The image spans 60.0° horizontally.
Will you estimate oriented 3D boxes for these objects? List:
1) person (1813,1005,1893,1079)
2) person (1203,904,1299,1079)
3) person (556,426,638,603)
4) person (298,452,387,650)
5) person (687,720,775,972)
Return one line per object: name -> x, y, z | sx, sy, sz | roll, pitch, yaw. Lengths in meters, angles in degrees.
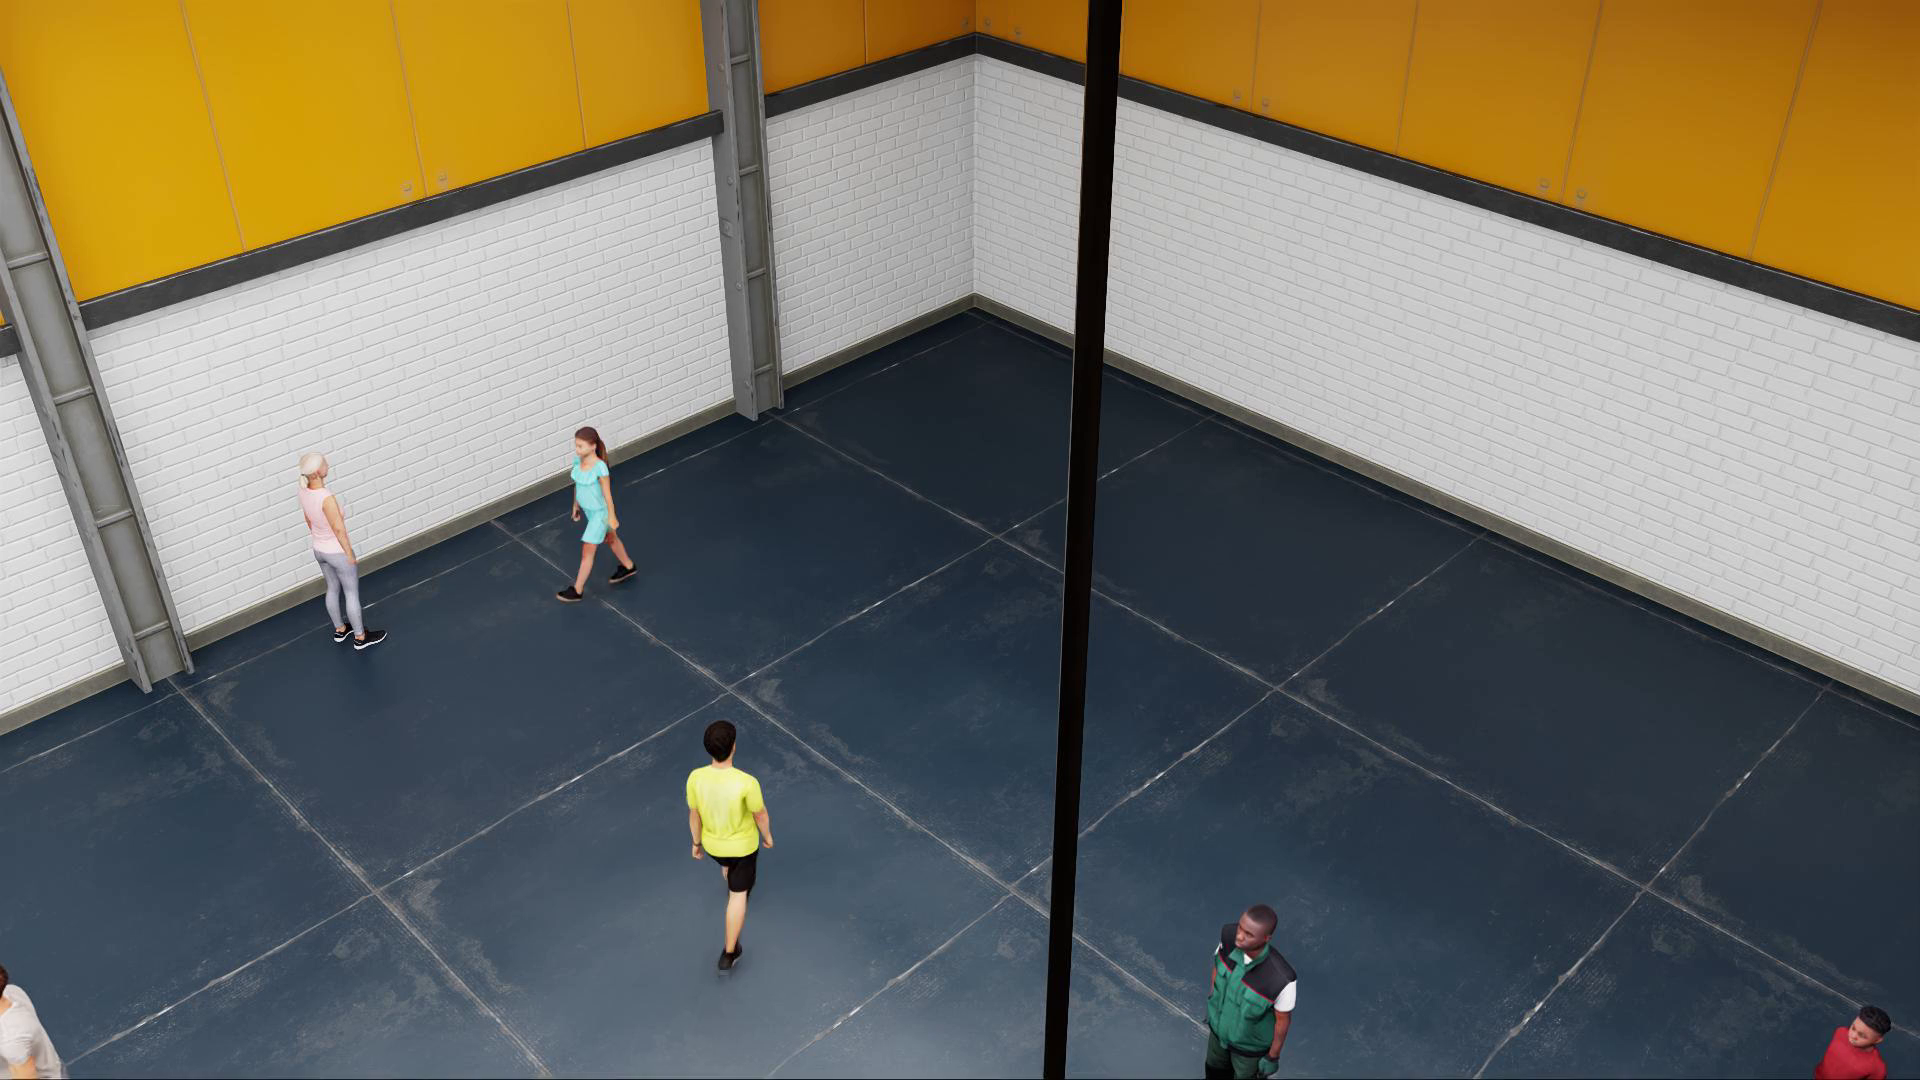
person -> 4.816, 2.962, 8.985 | 0.890, 1.236, 0.708 | -12, 35, -17
person -> 1.525, 2.629, 8.941 | 0.640, 1.839, 0.708 | -23, 40, -31
person -> -2.902, -0.255, 13.570 | 1.003, 1.518, 0.569 | -27, 42, -34
person -> -4.862, 0.075, 12.885 | 0.594, 1.726, 0.586 | 19, 38, 26
person -> -1.427, 1.889, 10.207 | 1.008, 1.671, 1.184 | 7, 34, 10
